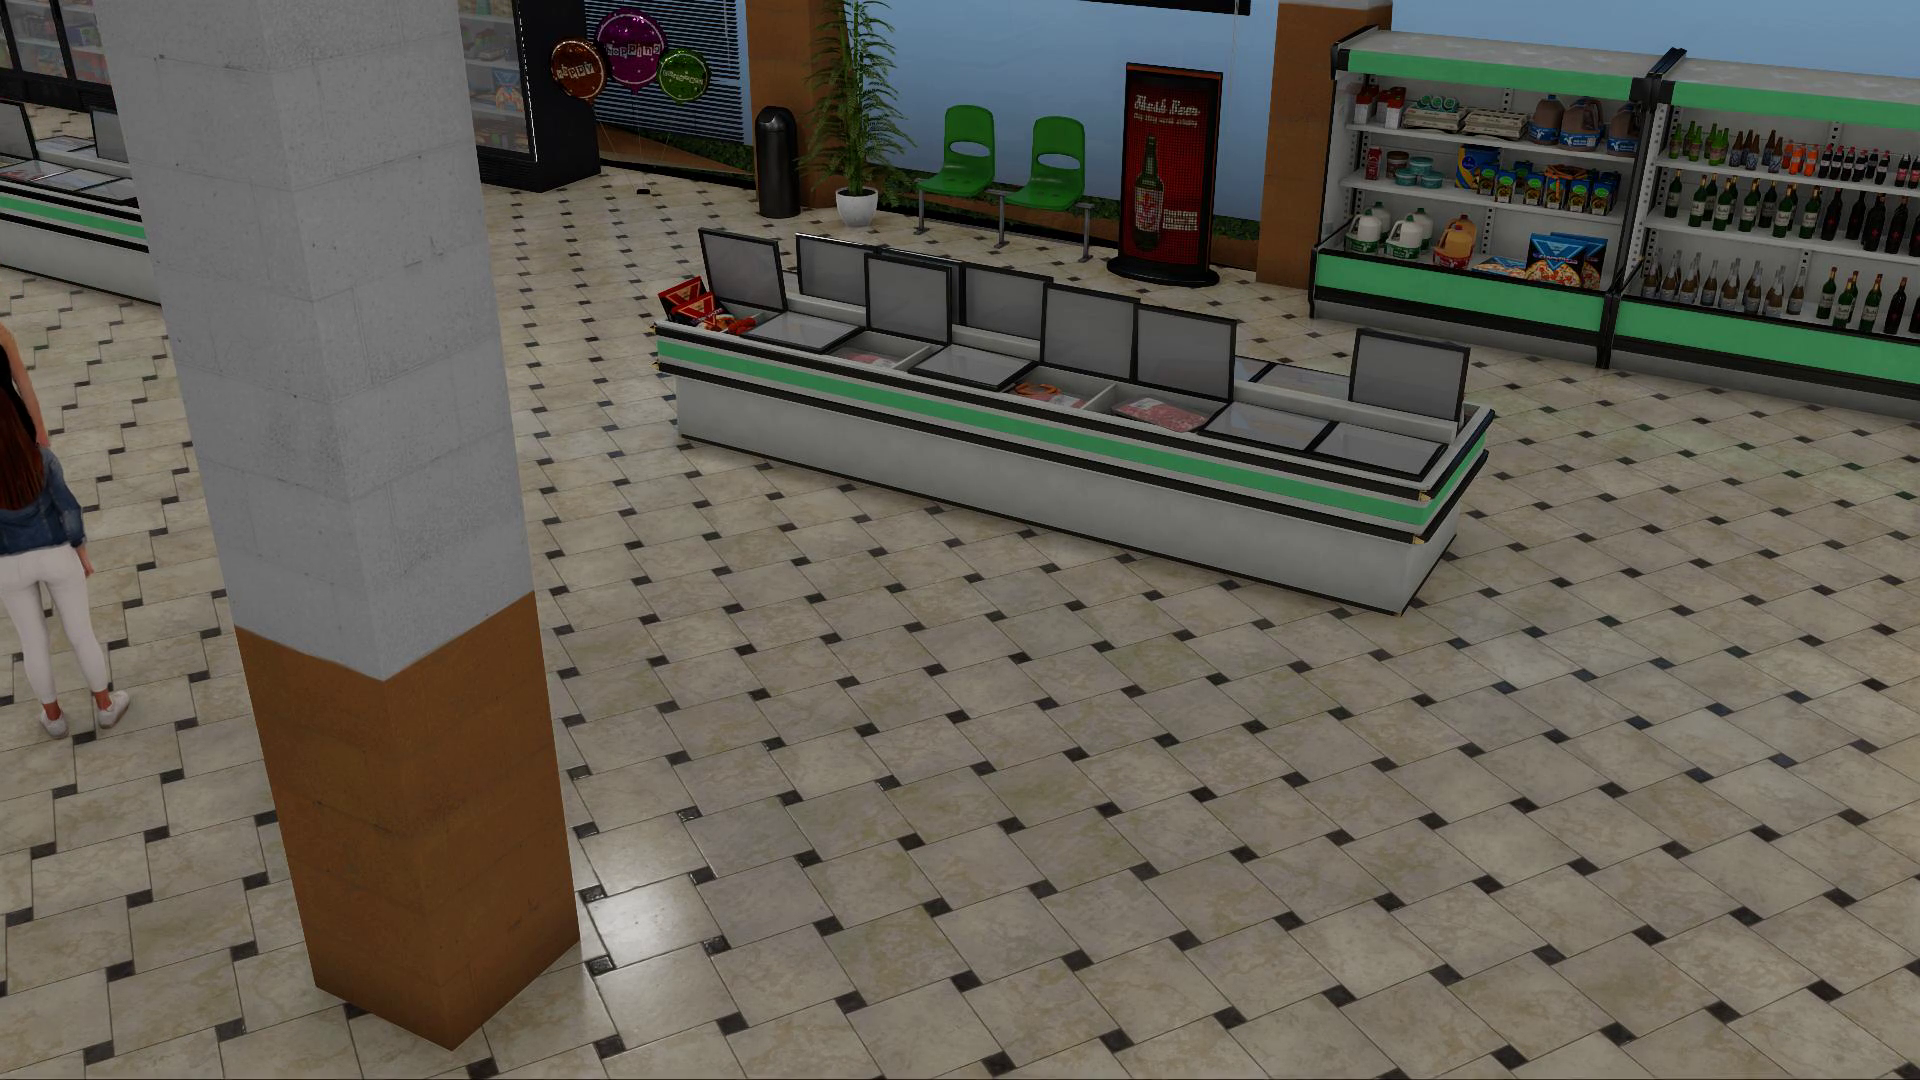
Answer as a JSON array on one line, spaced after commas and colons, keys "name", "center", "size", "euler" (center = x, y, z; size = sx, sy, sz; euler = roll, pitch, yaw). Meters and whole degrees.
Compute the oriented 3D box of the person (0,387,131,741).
[{"name": "person", "center": [-4.142, 0.113, 7.456], "size": [0.688, 1.703, 0.715], "euler": [-11, 29, -20]}]
